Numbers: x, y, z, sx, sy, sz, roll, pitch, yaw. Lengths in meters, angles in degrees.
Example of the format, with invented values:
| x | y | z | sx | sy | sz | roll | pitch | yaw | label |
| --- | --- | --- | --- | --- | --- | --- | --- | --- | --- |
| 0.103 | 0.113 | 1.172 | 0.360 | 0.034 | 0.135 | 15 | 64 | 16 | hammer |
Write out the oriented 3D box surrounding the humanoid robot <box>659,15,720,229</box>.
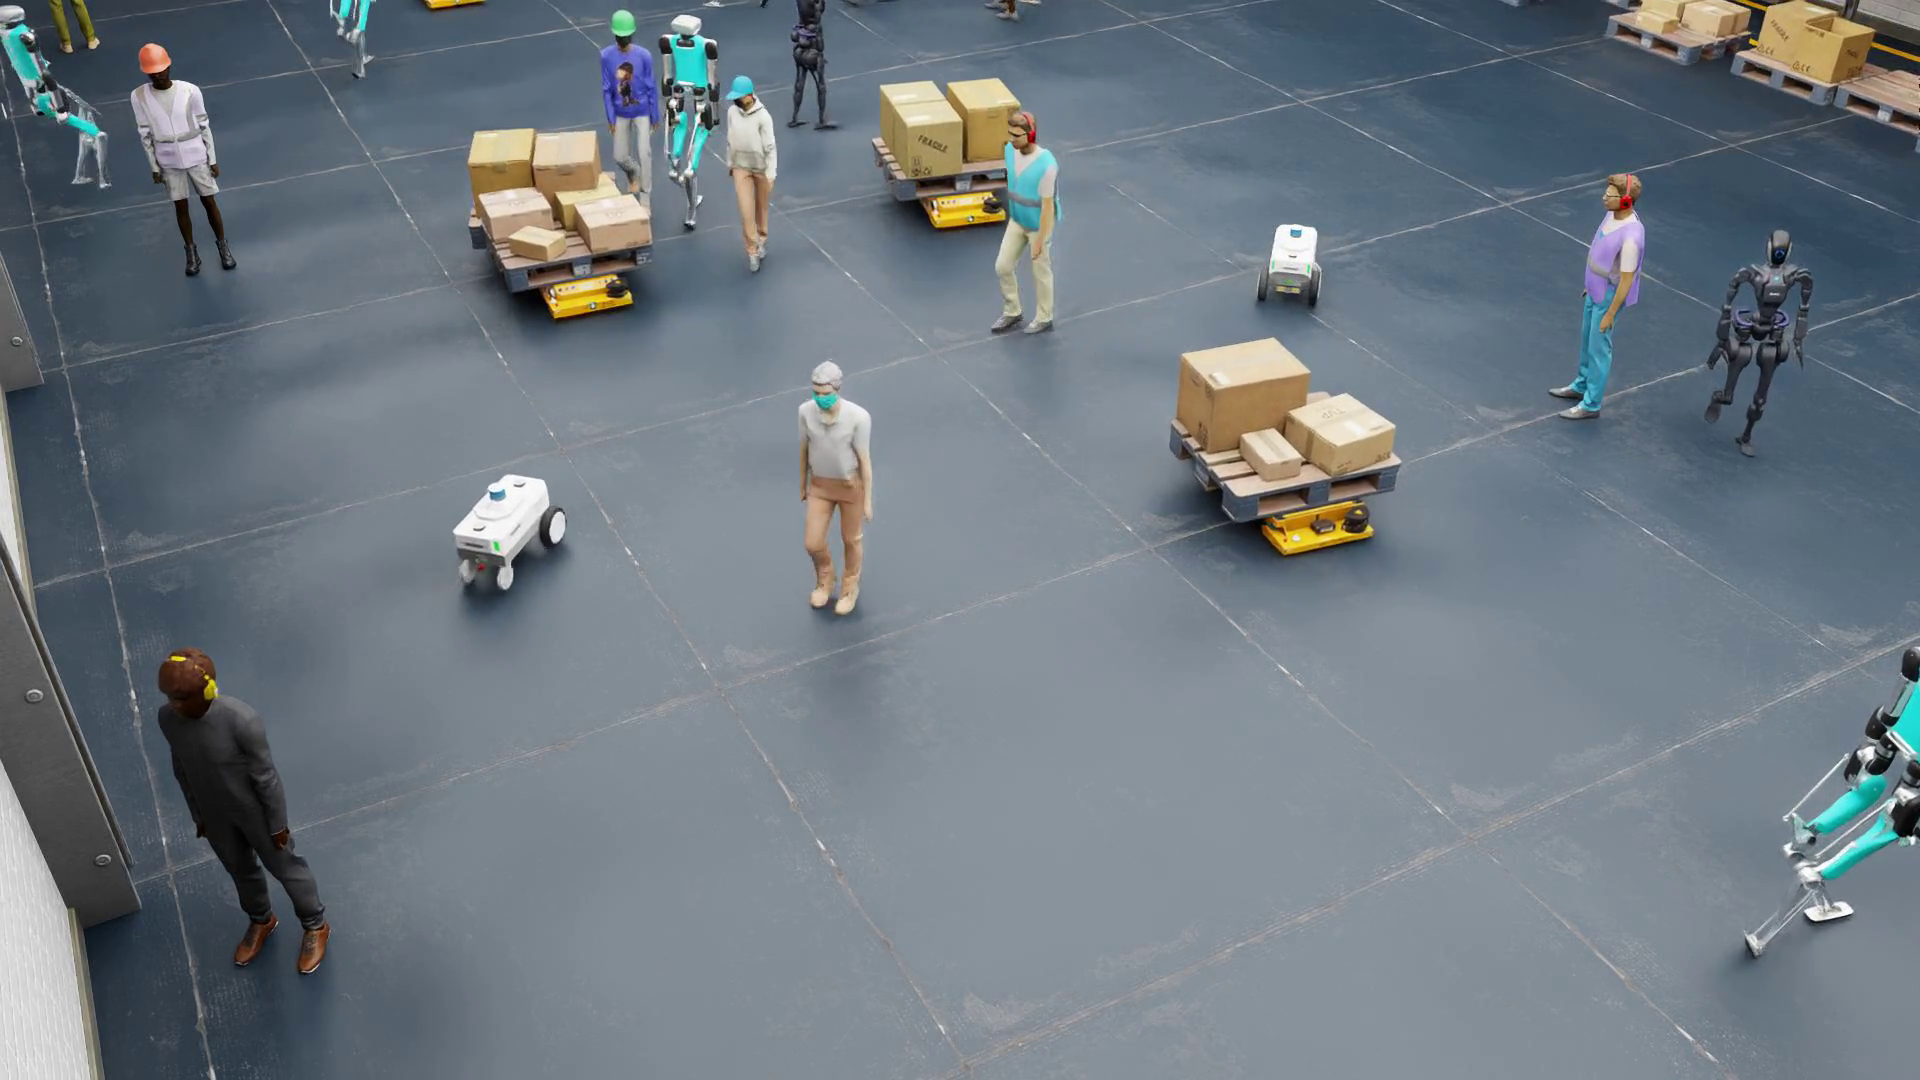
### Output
| x | y | z | sx | sy | sz | roll | pitch | yaw | label |
| --- | --- | --- | --- | --- | --- | --- | --- | --- | --- |
| -2.436 | -3.594 | 14.628 | 0.556 | 1.850 | 0.822 | 7 | 36 | 10 | humanoid robot |

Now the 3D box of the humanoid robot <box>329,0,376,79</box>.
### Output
| x | y | z | sx | sy | sz | roll | pitch | yaw | label |
| --- | --- | --- | --- | --- | --- | --- | --- | --- | --- |
| -6.572 | -5.831 | 17.840 | 0.552 | 1.872 | 0.815 | 6 | 35 | 8 | humanoid robot |

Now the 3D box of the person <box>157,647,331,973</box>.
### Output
| x | y | z | sx | sy | sz | roll | pitch | yaw | label |
| --- | --- | --- | --- | --- | --- | --- | --- | --- | --- |
| -3.279 | 1.229 | 7.574 | 0.490 | 1.867 | 0.353 | 6 | 35 | 8 | person |

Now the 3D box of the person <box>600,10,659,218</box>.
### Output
| x | y | z | sx | sy | sz | roll | pitch | yaw | label |
| --- | --- | --- | --- | --- | --- | --- | --- | --- | --- |
| -2.904 | -3.803 | 14.766 | 0.476 | 1.855 | 0.537 | -1 | 35 | -1 | person |

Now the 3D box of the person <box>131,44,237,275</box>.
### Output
| x | y | z | sx | sy | sz | roll | pitch | yaw | label |
| --- | --- | --- | --- | --- | --- | --- | --- | --- | --- |
| -6.428 | -3.146 | 13.755 | 0.543 | 1.938 | 0.357 | -13 | 37 | -18 | person |

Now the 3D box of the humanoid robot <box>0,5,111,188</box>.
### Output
| x | y | z | sx | sy | sz | roll | pitch | yaw | label |
| --- | --- | --- | --- | --- | --- | --- | --- | --- | --- |
| -8.200 | -4.057 | 15.245 | 0.534 | 1.791 | 0.770 | 21 | 40 | 28 | humanoid robot |

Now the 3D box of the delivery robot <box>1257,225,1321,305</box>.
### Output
| x | y | z | sx | sy | sz | roll | pitch | yaw | label |
| --- | --- | --- | --- | --- | --- | --- | --- | --- | --- |
| 2.753 | -2.313 | 13.755 | 0.505 | 0.578 | 0.749 | 8 | 36 | 11 | delivery robot |

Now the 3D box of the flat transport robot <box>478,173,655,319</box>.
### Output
| x | y | z | sx | sy | sz | roll | pitch | yaw | label |
| --- | --- | --- | --- | --- | --- | --- | --- | --- | --- |
| -3.269 | -2.290 | 13.985 | 0.659 | 0.231 | 1.431 | -15 | 38 | -20 | flat transport robot |

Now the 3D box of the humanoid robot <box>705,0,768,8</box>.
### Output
| x | y | z | sx | sy | sz | roll | pitch | yaw | label |
| --- | --- | --- | --- | --- | --- | --- | --- | --- | --- |
| -2.655 | -7.124 | 19.638 | 0.913 | 1.793 | 0.544 | 8 | 36 | 11 | humanoid robot |

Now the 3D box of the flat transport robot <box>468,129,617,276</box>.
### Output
| x | y | z | sx | sy | sz | roll | pitch | yaw | label |
| --- | --- | --- | --- | --- | --- | --- | --- | --- | --- |
| -3.593 | -2.694 | 14.562 | 0.659 | 0.231 | 1.431 | -5 | 35 | -7 | flat transport robot |

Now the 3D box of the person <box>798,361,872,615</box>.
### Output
| x | y | z | sx | sy | sz | roll | pitch | yaw | label |
| --- | --- | --- | --- | --- | --- | --- | --- | --- | --- |
| -0.737 | -0.292 | 9.857 | 0.485 | 1.729 | 0.408 | 7 | 36 | 10 | person |

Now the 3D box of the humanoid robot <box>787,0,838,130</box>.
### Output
| x | y | z | sx | sy | sz | roll | pitch | yaw | label |
| --- | --- | --- | --- | --- | --- | --- | --- | --- | --- |
| -1.528 | -4.889 | 16.495 | 0.448 | 1.659 | 0.592 | -15 | 38 | -20 | humanoid robot |

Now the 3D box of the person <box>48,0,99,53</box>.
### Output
| x | y | z | sx | sy | sz | roll | pitch | yaw | label |
| --- | --- | --- | --- | --- | --- | --- | --- | --- | --- |
| -10.011 | -6.334 | 18.394 | 0.521 | 1.837 | 0.378 | -17 | 38 | -23 | person |

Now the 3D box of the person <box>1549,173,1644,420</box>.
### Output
| x | y | z | sx | sy | sz | roll | pitch | yaw | label |
| --- | --- | --- | --- | --- | --- | --- | --- | --- | --- |
| 4.584 | -1.719 | 11.795 | 0.373 | 1.843 | 0.568 | 3 | 35 | 4 | person |

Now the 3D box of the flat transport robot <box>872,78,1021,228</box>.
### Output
| x | y | z | sx | sy | sz | roll | pitch | yaw | label |
| --- | --- | --- | --- | --- | --- | --- | --- | --- | --- |
| -0.099 | -3.280 | 15.399 | 0.659 | 0.231 | 1.431 | -9 | 36 | -13 | flat transport robot |

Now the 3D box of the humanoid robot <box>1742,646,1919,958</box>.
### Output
| x | y | z | sx | sy | sz | roll | pitch | yaw | label |
| --- | --- | --- | --- | --- | --- | --- | --- | --- | --- |
| 4.090 | 1.247 | 7.708 | 0.884 | 1.833 | 0.550 | -8 | 36 | -11 | humanoid robot |

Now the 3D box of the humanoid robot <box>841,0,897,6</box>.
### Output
| x | y | z | sx | sy | sz | roll | pitch | yaw | label |
| --- | --- | --- | --- | --- | --- | --- | --- | --- | --- |
| -1.137 | -7.221 | 19.821 | 0.752 | 1.626 | 0.586 | -5 | 35 | -7 | humanoid robot |

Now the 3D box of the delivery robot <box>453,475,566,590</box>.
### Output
| x | y | z | sx | sy | sz | roll | pitch | yaw | label |
| --- | --- | --- | --- | --- | --- | --- | --- | --- | --- |
| -2.907 | -0.090 | 10.587 | 0.499 | 0.586 | 0.765 | 9 | 36 | 13 | delivery robot |

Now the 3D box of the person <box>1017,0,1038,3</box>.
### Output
| x | y | z | sx | sy | sz | roll | pitch | yaw | label |
| --- | --- | --- | --- | --- | --- | --- | --- | --- | --- |
| 0.806 | -7.396 | 19.804 | 0.428 | 1.949 | 0.611 | 19 | 39 | 25 | person |

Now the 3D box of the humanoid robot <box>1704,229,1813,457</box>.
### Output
| x | y | z | sx | sy | sz | roll | pitch | yaw | label |
| --- | --- | --- | --- | --- | --- | --- | --- | --- | --- |
| 5.524 | -1.393 | 11.482 | 0.620 | 1.651 | 0.430 | 8 | 36 | 11 | humanoid robot |

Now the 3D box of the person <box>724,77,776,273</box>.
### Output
| x | y | z | sx | sy | sz | roll | pitch | yaw | label |
| --- | --- | --- | --- | --- | --- | --- | --- | --- | --- |
| -1.734 | -3.060 | 13.881 | 0.452 | 1.638 | 0.663 | 3 | 35 | 4 | person |

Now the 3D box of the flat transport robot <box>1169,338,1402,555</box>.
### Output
| x | y | z | sx | sy | sz | roll | pitch | yaw | label |
| --- | --- | --- | --- | --- | --- | --- | --- | --- | --- |
| 2.154 | -0.402 | 11.290 | 0.659 | 0.231 | 1.431 | -11 | 37 | -16 | flat transport robot |

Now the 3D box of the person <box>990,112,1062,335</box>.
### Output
| x | y | z | sx | sy | sz | roll | pitch | yaw | label |
| --- | --- | --- | --- | --- | --- | --- | --- | --- | --- |
| 0.492 | -2.400 | 12.792 | 0.633 | 1.818 | 0.591 | -26 | 43 | -32 | person |

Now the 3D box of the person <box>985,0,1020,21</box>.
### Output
| x | y | z | sx | sy | sz | roll | pitch | yaw | label |
| --- | --- | --- | --- | --- | --- | --- | --- | --- | --- |
| 0.487 | -7.013 | 19.293 | 0.630 | 1.907 | 0.567 | 25 | 42 | 31 | person |

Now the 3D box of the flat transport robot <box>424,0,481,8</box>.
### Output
| x | y | z | sx | sy | sz | roll | pitch | yaw | label |
| --- | --- | --- | --- | --- | --- | --- | --- | --- | --- |
| -6.416 | -6.884 | 20.545 | 0.659 | 0.231 | 1.431 | -18 | 39 | -24 | flat transport robot |
